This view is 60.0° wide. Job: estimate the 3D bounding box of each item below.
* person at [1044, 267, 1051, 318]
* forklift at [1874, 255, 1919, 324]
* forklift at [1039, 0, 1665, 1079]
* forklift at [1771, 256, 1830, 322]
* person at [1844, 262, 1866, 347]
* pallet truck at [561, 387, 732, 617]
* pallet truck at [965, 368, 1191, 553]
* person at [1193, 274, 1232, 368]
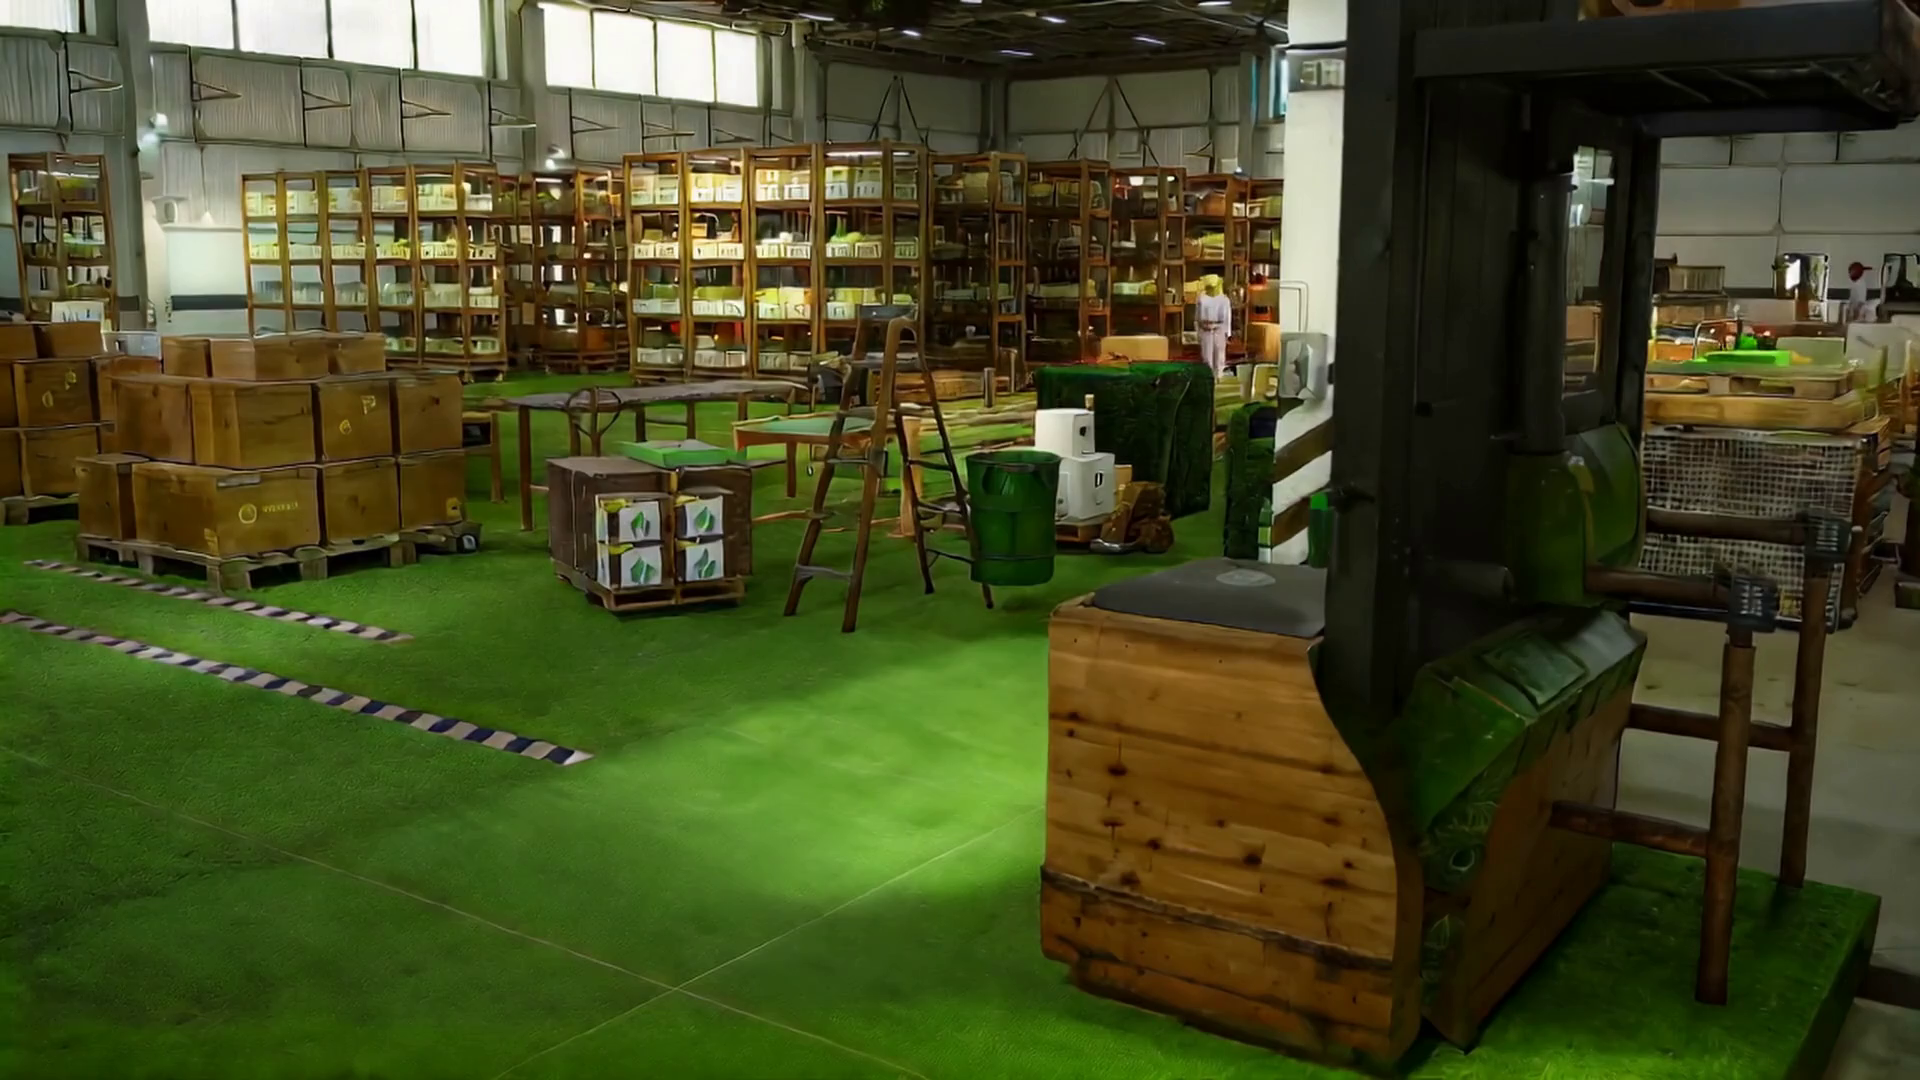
[{"bbox_3d":[2.093,-5.340,38.048,0.761,1.966,0.613,-5,11,-29],"label":"person"},{"bbox_3d":[22.089,-5.634,38.796,1.157,1.987,2.680,6,11,33],"label":"forklift"},{"bbox_3d":[1.249,-0.137,4.360,1.873,2.768,1.129,7,12,35],"label":"forklift"},{"bbox_3d":[20.253,-5.854,40.139,1.157,1.987,2.680,7,12,35],"label":"forklift"},{"bbox_3d":[17.423,-4.371,32.173,0.858,2.018,0.615,4,10,24],"label":"person"},{"bbox_3d":[-1.981,-0.274,10.088,0.680,1.201,1.601,-5,11,-28],"label":"pallet truck"},{"bbox_3d":[0.845,-0.609,11.869,1.630,1.274,0.653,7,12,35],"label":"pallet truck"},{"bbox_3d":[3.987,-3.289,26.283,0.610,1.821,0.471,3,10,16],"label":"person"}]
